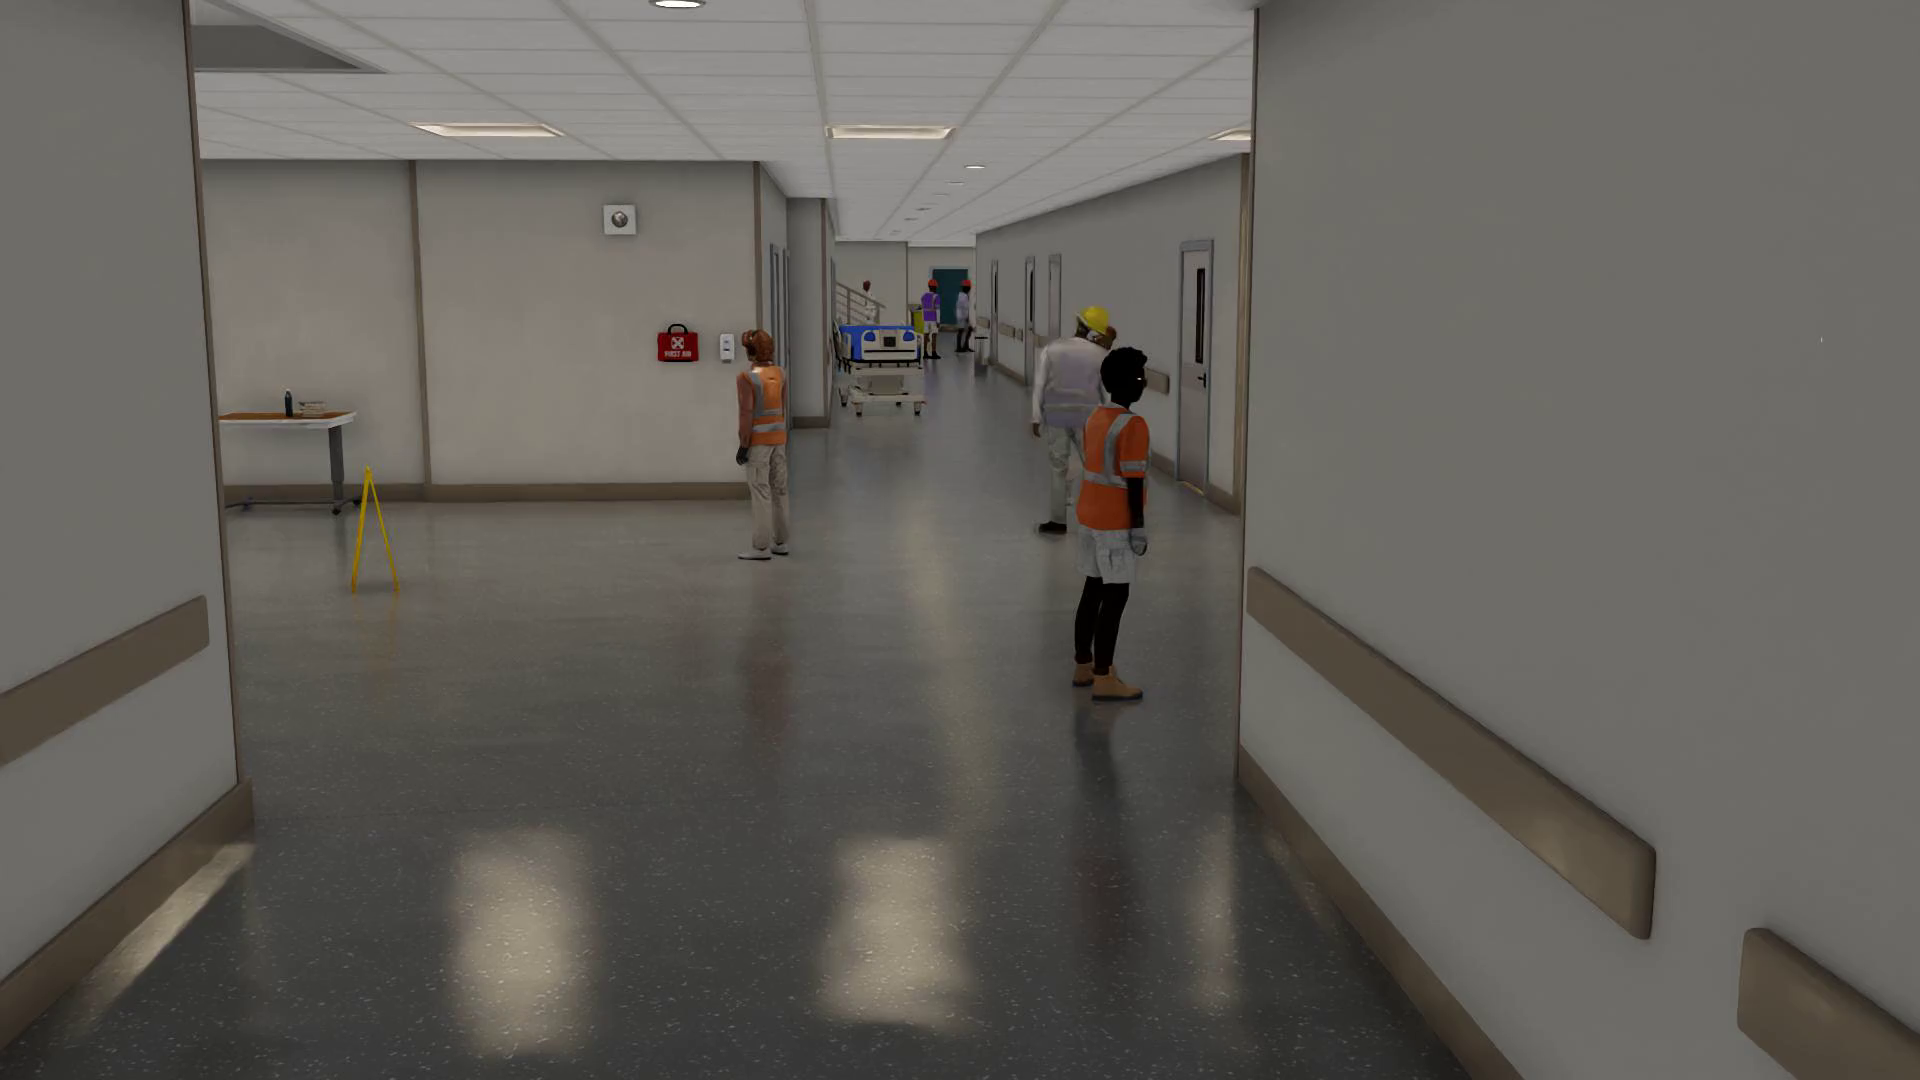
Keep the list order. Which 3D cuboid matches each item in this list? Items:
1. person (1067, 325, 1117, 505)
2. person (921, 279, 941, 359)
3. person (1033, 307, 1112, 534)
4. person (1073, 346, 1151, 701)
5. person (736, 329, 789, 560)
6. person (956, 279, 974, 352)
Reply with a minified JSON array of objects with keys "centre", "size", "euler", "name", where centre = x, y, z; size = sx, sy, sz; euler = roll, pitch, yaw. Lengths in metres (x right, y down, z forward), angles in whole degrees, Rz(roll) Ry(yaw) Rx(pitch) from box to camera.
[{"centre":[1.162,-1.055,14.350],"size":[0.516,1.611,0.808],"euler":[-6,11,-33],"name":"person"},{"centre":[-0.678,-5.343,40.272],"size":[0.537,1.930,0.379],"euler":[6,11,35],"name":"person"},{"centre":[0.900,-0.915,12.939],"size":[0.671,1.782,0.410],"euler":[0,9,3],"name":"person"},{"centre":[0.736,-0.082,8.001],"size":[0.321,1.690,0.547],"euler":[-3,9,-17],"name":"person"},{"centre":[-1.408,-0.675,11.845],"size":[0.314,1.642,0.515],"euler":[5,11,30],"name":"person"},{"centre":[0.155,-5.859,43.541],"size":[0.608,1.908,0.544],"euler":[2,9,15],"name":"person"}]
